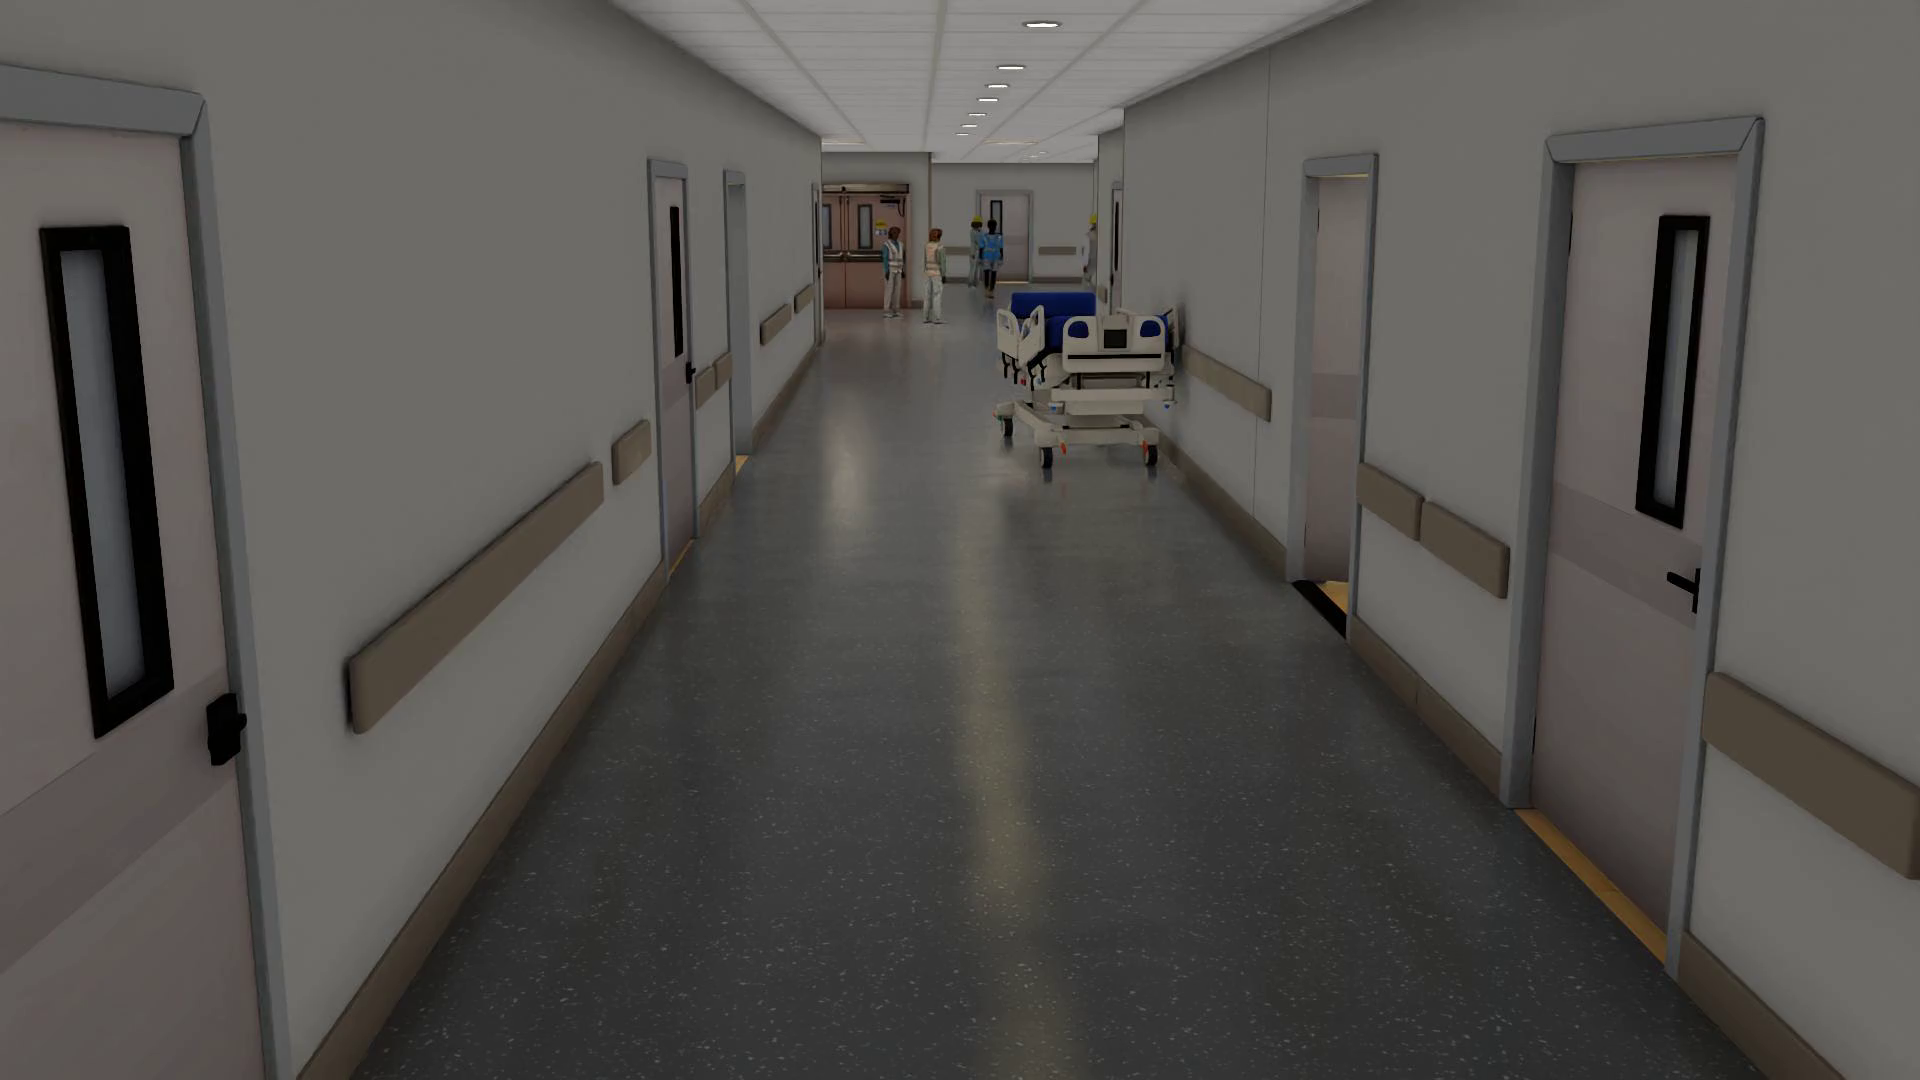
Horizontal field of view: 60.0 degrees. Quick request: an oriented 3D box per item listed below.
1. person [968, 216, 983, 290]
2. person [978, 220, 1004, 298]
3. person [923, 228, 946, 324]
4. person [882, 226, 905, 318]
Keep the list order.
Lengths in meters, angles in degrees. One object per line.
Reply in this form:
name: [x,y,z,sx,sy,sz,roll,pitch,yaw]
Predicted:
person: [0.388,-6.795,39.361,0.350,1.734,0.486,4,12,19]
person: [0.686,-6.041,35.786,0.559,1.677,0.530,-3,12,-14]
person: [-0.438,-4.529,28.578,0.318,1.630,0.514,-11,16,-43]
person: [-1.202,-4.843,30.076,0.311,1.640,0.516,9,15,38]
